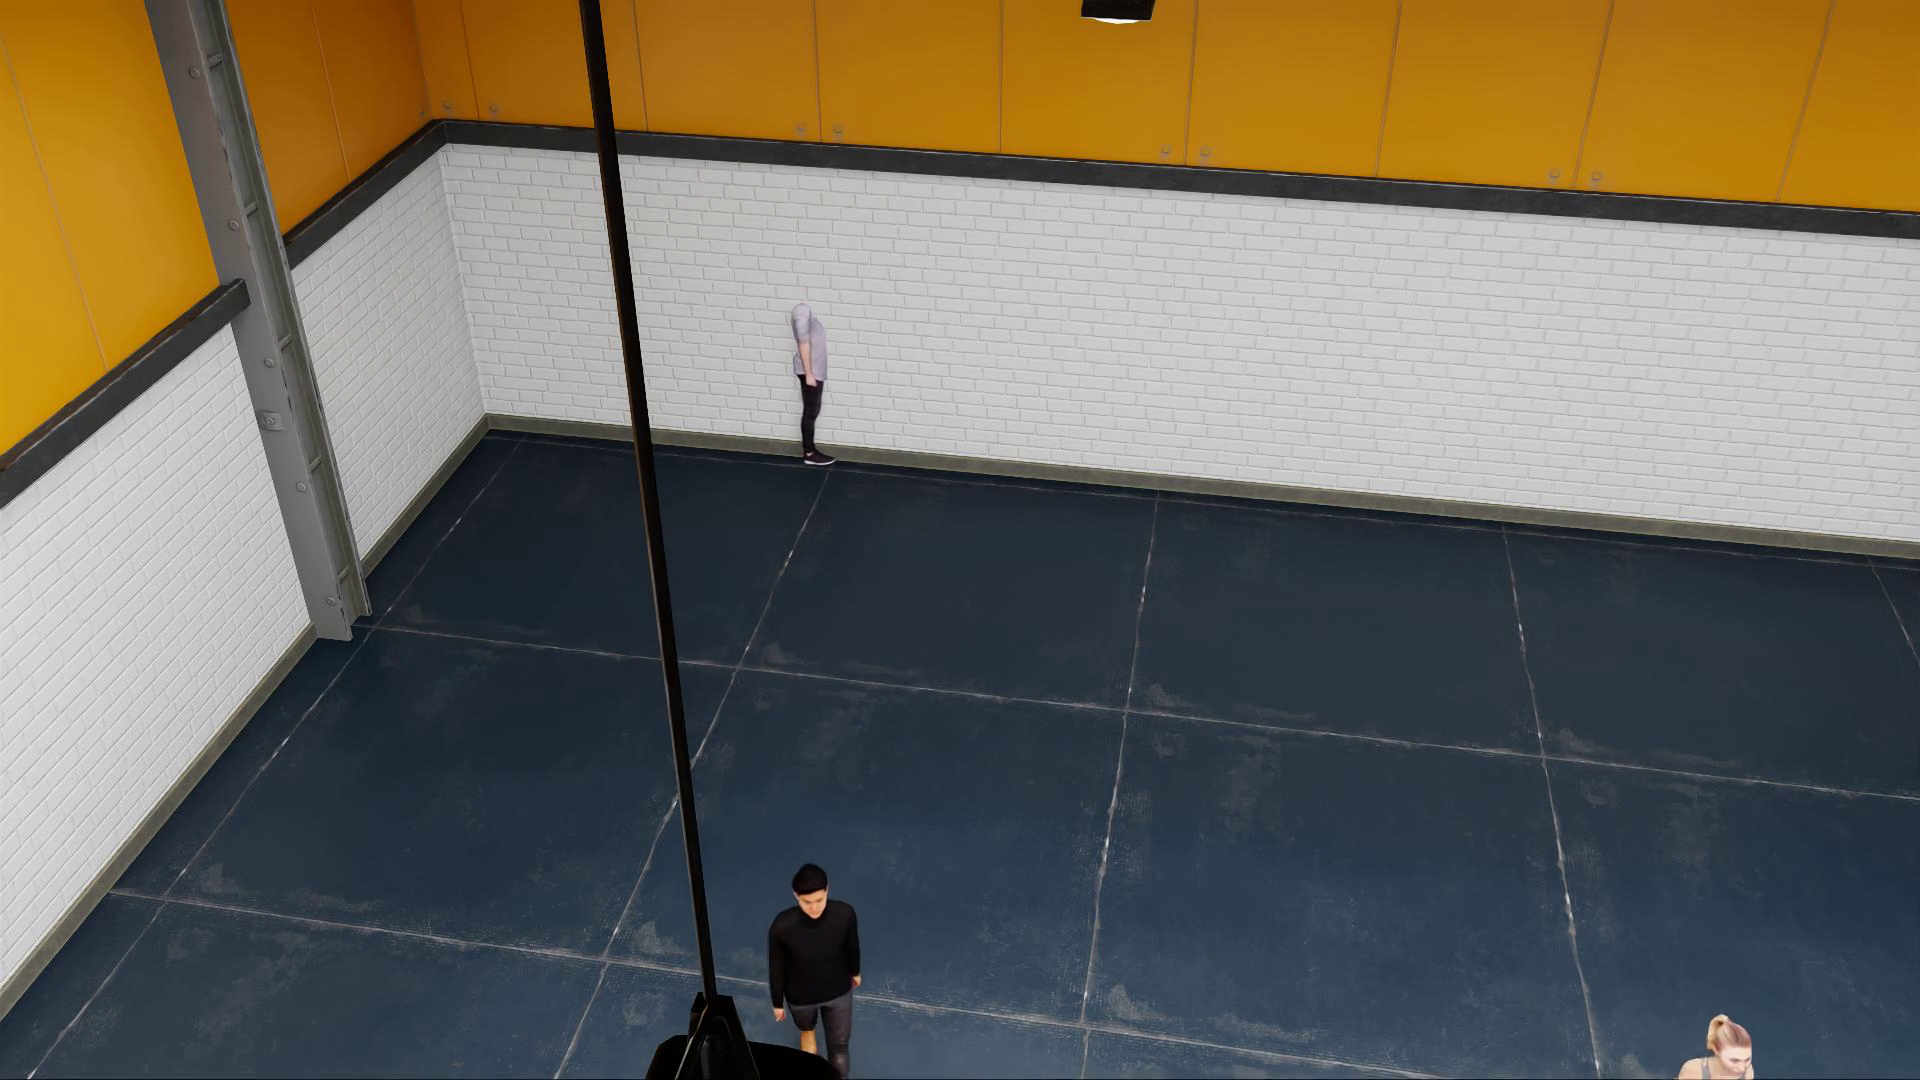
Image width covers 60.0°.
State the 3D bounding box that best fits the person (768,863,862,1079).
[{"bbox_3d":[-0.802,2.390,9.176,0.911,1.700,1.176,-6,34,-8],"label":"person"}]

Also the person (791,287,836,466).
[{"bbox_3d":[-1.353,-1.573,15.015,0.757,1.834,0.566,2,34,2],"label":"person"}]

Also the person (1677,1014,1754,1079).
[{"bbox_3d":[3.619,2.944,8.354,0.633,1.688,0.656,-1,34,-2],"label":"person"}]
